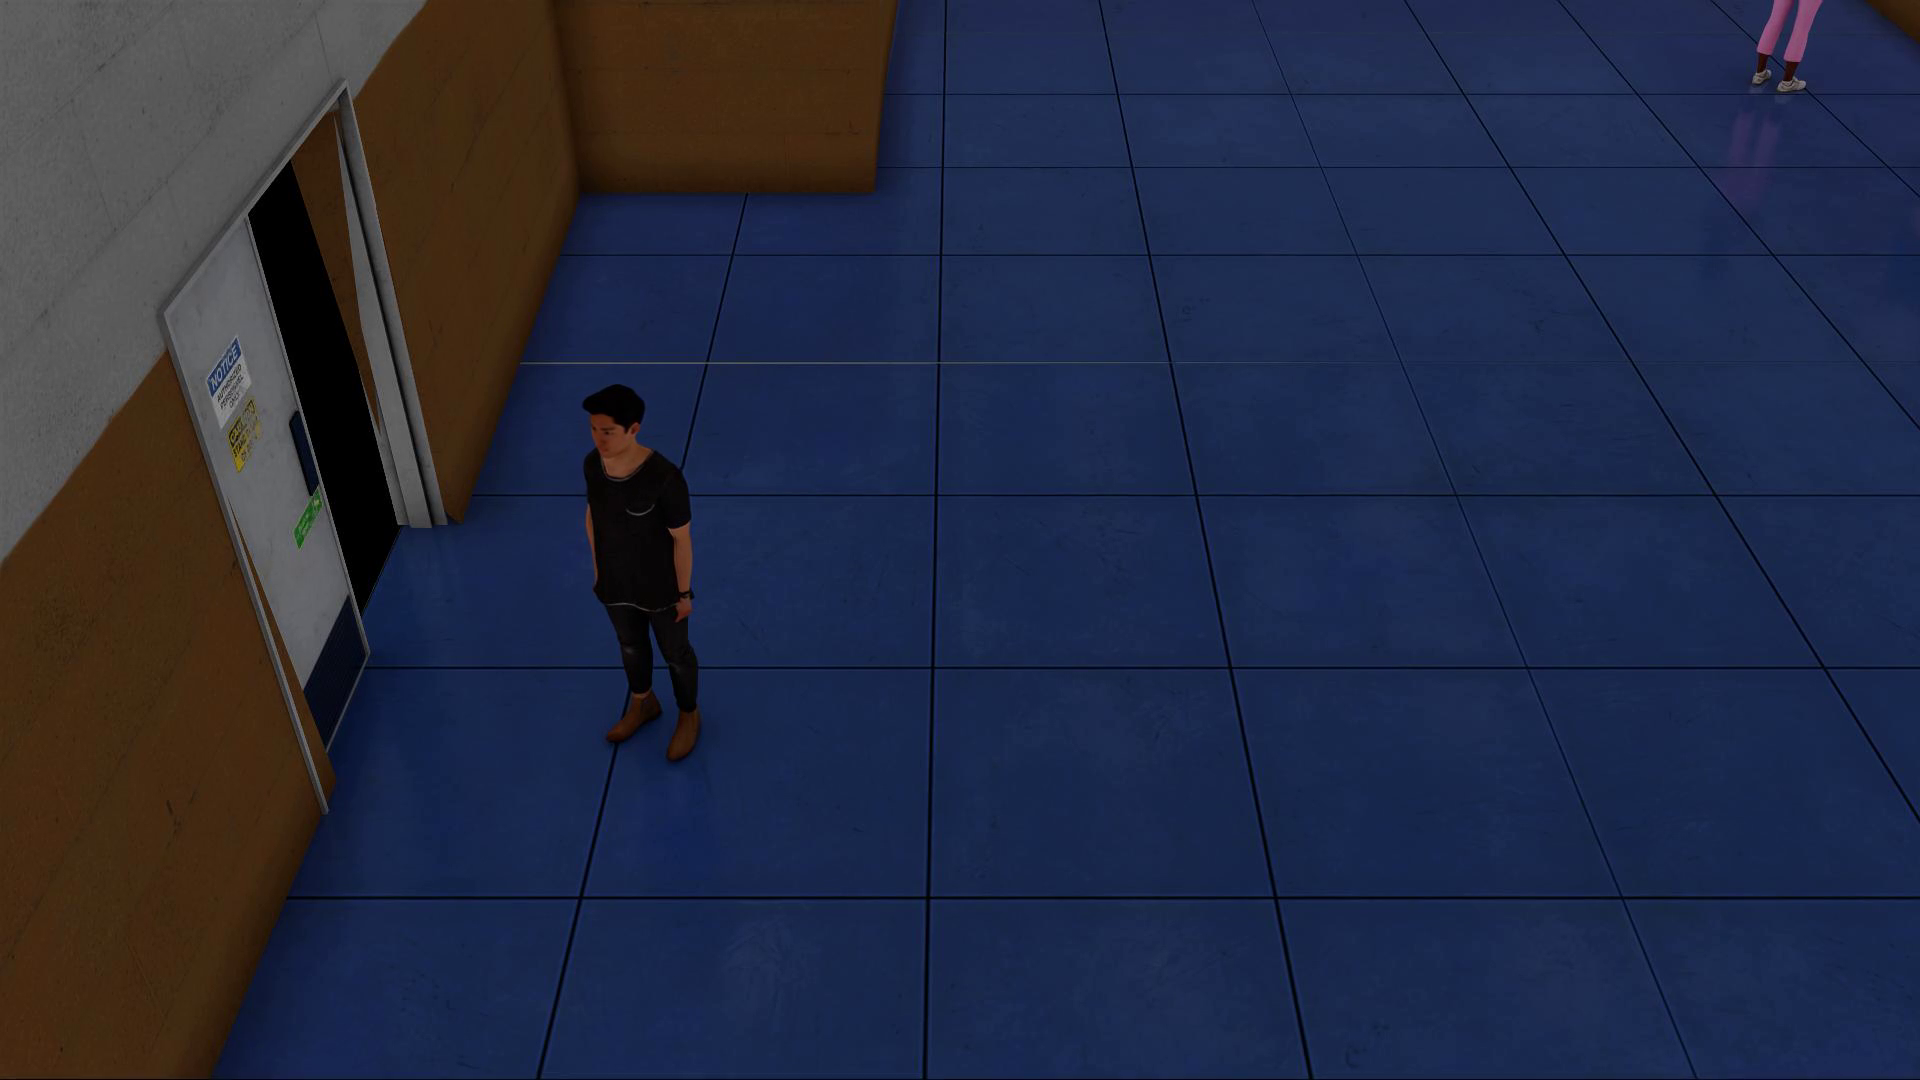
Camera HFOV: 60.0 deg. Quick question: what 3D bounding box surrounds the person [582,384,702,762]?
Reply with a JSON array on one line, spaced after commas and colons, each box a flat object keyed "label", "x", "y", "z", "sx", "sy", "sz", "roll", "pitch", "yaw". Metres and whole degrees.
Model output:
[{"label": "person", "x": -1.262, "y": 0.120, "z": 6.620, "sx": 0.631, "sy": 1.717, "sz": 0.758, "roll": 15, "pitch": 39, "yaw": 19}]

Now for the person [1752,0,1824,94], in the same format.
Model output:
[{"label": "person", "x": 6.306, "y": -4.230, "z": 12.397, "sx": 0.693, "sy": 1.741, "sz": 0.653, "roll": -26, "pitch": 44, "yaw": -30}]
